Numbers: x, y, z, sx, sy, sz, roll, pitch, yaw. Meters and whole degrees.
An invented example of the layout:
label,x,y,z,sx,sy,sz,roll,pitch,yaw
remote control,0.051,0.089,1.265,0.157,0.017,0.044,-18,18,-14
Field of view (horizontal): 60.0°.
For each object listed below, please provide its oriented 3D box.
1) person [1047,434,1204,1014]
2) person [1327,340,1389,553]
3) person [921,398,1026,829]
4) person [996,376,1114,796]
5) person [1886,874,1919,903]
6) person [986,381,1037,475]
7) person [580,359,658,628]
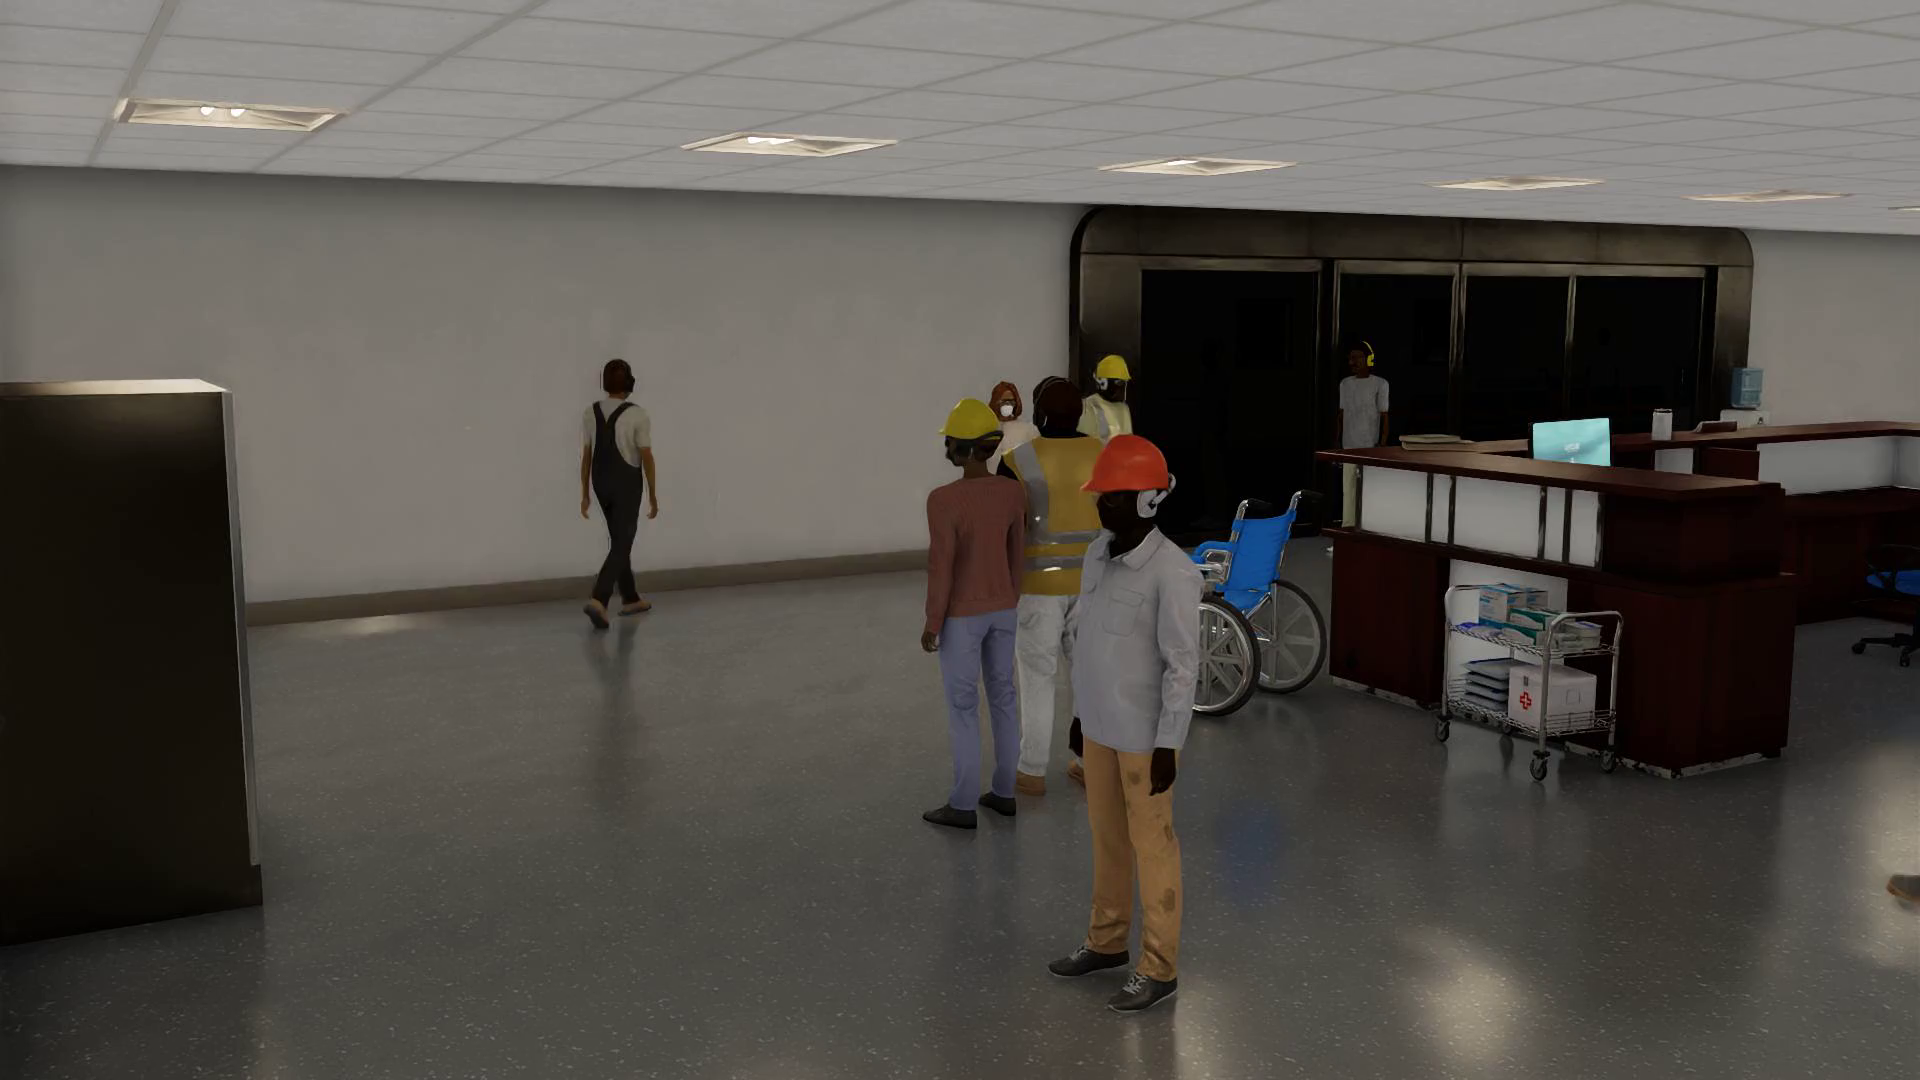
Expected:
label,x,y,z,sx,sy,sz,roll,pitch,yaw
person,0.506,0.550,5.119,0.320,1.755,0.563,-4,9,-29
person,3.465,-0.793,14.437,0.315,1.870,0.533,-7,11,-43
person,0.054,0.303,6.871,0.525,1.772,0.306,-7,11,-43
person,0.422,0.203,7.323,0.625,1.846,0.429,-3,9,-23
person,3.617,0.411,5.741,0.578,1.869,0.581,-6,10,-36
person,0.309,-0.321,11.905,0.505,1.627,0.286,0,8,-2
person,-2.346,-0.323,11.275,0.525,1.814,0.919,3,8,20
